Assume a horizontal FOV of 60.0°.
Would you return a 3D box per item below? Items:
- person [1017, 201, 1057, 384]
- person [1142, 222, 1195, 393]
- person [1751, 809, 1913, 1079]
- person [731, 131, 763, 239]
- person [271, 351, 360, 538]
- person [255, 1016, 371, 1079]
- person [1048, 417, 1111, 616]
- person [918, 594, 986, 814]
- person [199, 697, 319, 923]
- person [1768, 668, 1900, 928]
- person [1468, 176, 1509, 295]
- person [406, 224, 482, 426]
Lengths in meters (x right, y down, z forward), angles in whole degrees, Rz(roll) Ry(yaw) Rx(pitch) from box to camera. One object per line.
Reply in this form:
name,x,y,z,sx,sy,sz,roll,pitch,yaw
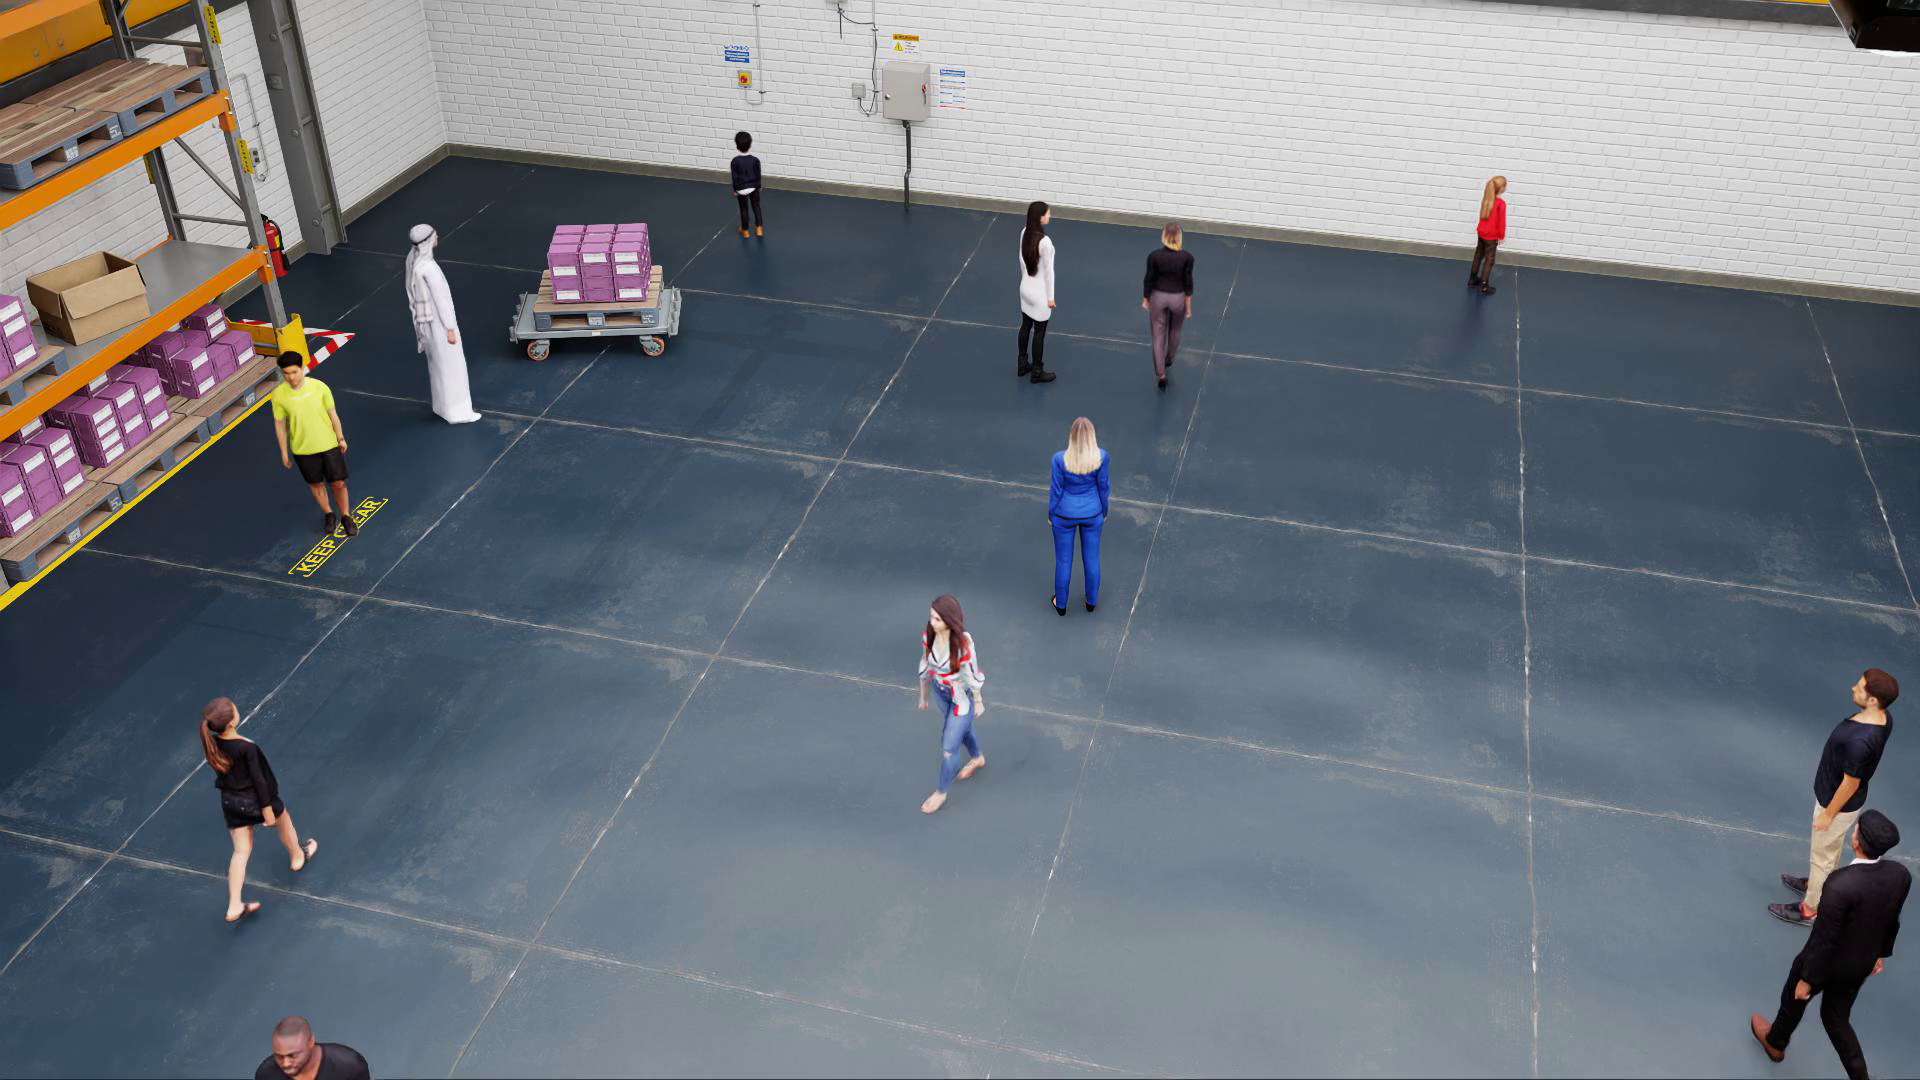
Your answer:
person,0.714,-2.373,15.897,0.722,1.807,0.679,-21,39,-28
person,1.965,-2.161,15.719,0.729,1.651,0.896,1,34,2
person,4.729,2.302,8.831,1.094,1.843,1.265,-10,35,-15
person,-2.425,-4.054,18.953,0.577,1.224,0.617,-12,36,-18
person,-5.322,-0.836,13.686,0.800,1.696,0.836,-11,35,-16
person,-2.980,2.864,8.029,0.989,1.795,1.220,-6,34,-9
person,0.900,-0.182,12.697,0.688,1.700,0.663,-4,34,-5
person,0.023,1.003,11.029,0.856,1.575,1.022,26,42,34
person,-4.385,1.634,10.122,0.540,1.527,1.023,8,35,12
person,5.280,1.543,9.963,0.777,1.854,0.610,23,40,30
person,5.632,-3.262,17.710,0.647,1.281,0.574,-13,36,-18
person,-4.774,-1.979,15.198,0.831,1.926,0.801,-24,40,-31
